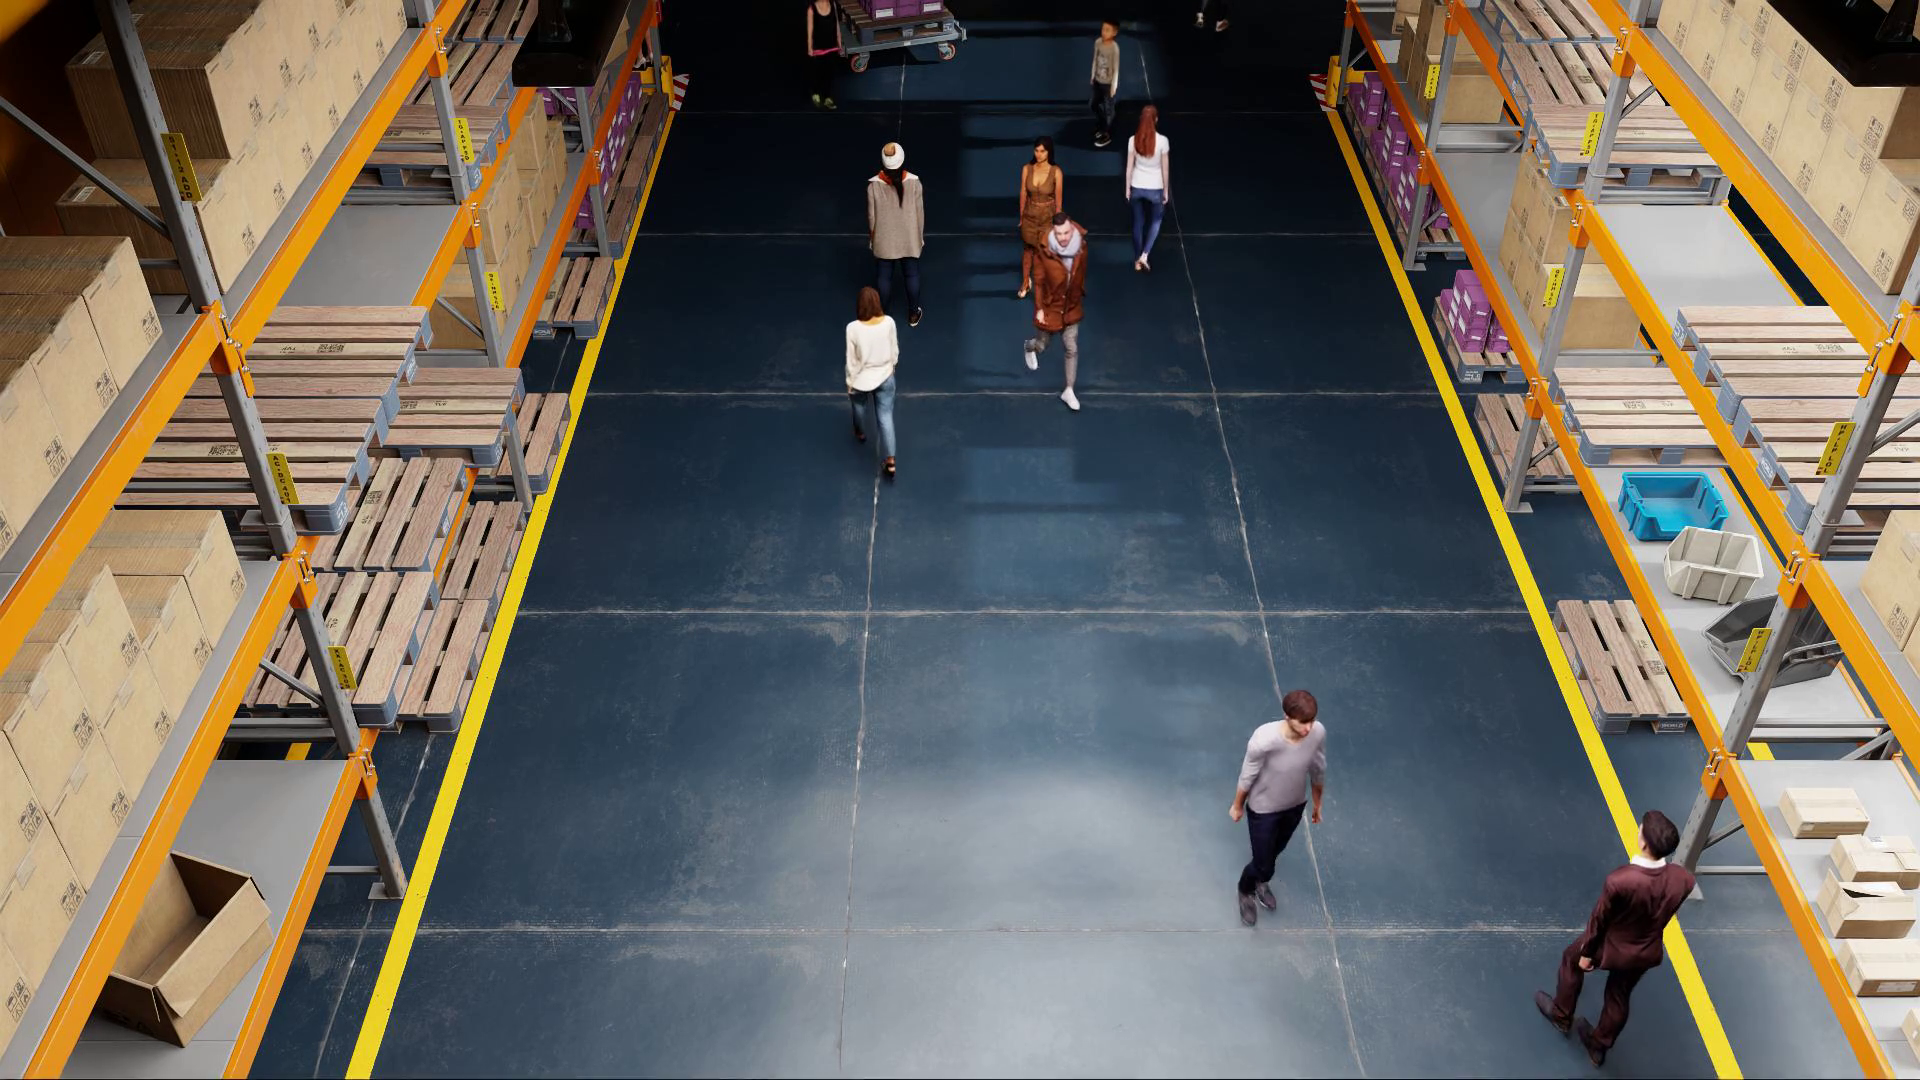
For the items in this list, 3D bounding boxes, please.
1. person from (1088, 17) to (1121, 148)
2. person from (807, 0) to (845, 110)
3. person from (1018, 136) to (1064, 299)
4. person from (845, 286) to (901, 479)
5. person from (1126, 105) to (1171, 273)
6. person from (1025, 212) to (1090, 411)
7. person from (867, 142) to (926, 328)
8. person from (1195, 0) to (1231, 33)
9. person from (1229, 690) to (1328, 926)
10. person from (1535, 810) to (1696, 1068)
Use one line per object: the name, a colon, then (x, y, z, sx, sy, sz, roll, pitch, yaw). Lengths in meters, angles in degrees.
person: (1.685, -5.160, 18.649, 0.745, 1.459, 0.683, -30, 47, -32)
person: (-1.619, -5.801, 19.384, 0.665, 1.542, 0.723, -26, 46, -29)
person: (0.769, -3.066, 15.841, 0.617, 1.690, 0.603, 11, 40, 14)
person: (-0.687, -1.263, 13.627, 0.860, 1.635, 1.161, -11, 40, -14)
person: (1.801, -3.357, 16.173, 0.684, 1.730, 0.821, 9, 40, 11)
person: (0.809, -2.060, 14.488, 0.954, 1.806, 1.230, -13, 41, -16)
person: (-0.594, -2.837, 15.394, 0.690, 1.890, 0.665, -3, 39, -3)
person: (3.255, -7.321, 21.012, 0.916, 1.885, 1.029, 22, 44, 25)
person: (1.855, 1.514, 9.995, 0.787, 1.828, 0.789, -13, 40, -16)
person: (3.647, 2.252, 9.054, 0.676, 1.849, 0.716, -1, 39, -1)
